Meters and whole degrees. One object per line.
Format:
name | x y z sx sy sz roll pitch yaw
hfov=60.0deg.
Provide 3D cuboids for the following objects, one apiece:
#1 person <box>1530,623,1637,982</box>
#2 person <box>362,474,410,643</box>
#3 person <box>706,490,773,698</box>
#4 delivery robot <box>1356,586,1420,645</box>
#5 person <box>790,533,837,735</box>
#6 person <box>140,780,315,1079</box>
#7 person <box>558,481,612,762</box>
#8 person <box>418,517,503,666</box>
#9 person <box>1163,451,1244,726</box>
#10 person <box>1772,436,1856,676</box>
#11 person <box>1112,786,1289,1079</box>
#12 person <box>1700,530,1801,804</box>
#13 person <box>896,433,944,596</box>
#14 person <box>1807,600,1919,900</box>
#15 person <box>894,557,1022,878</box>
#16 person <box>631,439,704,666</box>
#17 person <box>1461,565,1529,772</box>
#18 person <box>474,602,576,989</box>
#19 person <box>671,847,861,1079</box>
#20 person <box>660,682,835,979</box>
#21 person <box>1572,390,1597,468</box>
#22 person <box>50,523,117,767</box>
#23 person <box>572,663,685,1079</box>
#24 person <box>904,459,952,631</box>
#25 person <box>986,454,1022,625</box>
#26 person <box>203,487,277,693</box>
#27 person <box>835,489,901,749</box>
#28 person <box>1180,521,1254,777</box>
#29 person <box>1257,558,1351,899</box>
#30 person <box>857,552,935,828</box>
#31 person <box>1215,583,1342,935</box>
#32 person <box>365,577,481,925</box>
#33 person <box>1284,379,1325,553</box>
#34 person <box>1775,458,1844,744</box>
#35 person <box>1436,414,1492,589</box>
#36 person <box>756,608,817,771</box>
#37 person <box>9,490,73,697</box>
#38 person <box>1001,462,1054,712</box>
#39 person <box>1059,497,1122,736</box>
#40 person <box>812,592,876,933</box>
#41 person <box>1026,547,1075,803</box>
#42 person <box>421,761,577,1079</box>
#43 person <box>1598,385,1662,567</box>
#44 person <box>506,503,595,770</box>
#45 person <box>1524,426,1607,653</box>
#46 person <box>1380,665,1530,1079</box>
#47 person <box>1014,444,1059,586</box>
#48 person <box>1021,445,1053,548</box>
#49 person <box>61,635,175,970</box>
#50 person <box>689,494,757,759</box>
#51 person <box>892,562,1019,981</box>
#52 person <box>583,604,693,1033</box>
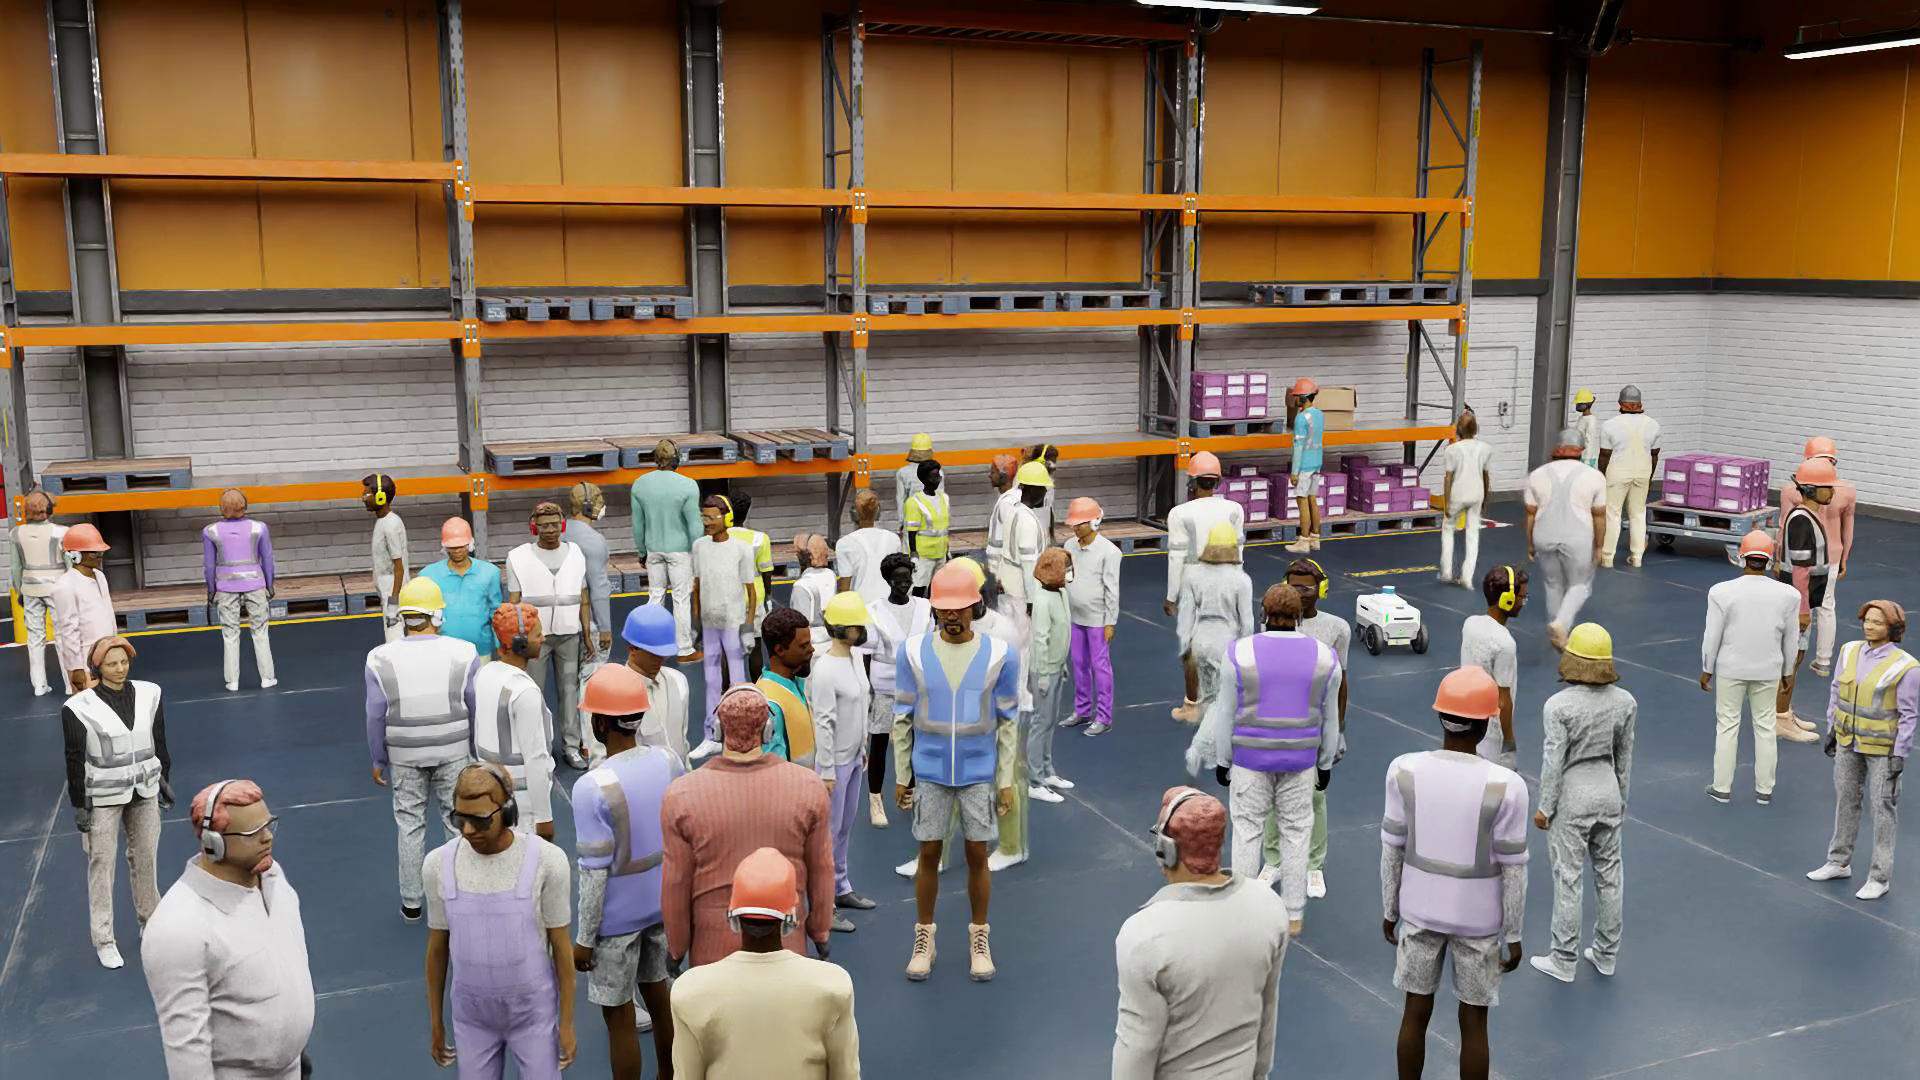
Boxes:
person | 2.994 1.257 8.025 0.487 1.744 0.313 -2 10 -14
person | -4.259 0.433 12.414 0.309 1.868 0.535 -4 11 -23
person | -1.689 0.469 12.703 0.540 1.695 0.316 0 10 -2
delivery robot | 3.775 0.649 14.682 0.477 0.478 0.707 -1 10 -8
person | -0.980 0.761 11.181 0.308 1.641 0.517 3 10 19
person | -2.206 1.670 5.177 0.403 1.910 0.637 1 10 6
person | -2.594 0.556 11.505 0.353 1.937 0.635 -8 13 -39
person | -3.334 0.707 11.164 0.566 1.750 0.341 -4 11 -21
person | 1.795 0.360 12.328 0.605 2.045 0.381 -3 10 -17
person | 7.032 0.141 13.731 0.611 1.995 0.380 0 10 1
person | 0.687 1.684 5.102 0.655 1.905 0.407 -7 12 -35
person | 5.016 0.805 10.600 0.569 1.749 0.342 2 10 11
person | -0.374 -0.175 16.274 0.483 1.745 0.302 3 10 15
person | 4.954 1.125 9.071 0.307 1.645 0.513 -4 11 -21
person | 0.030 1.000 9.180 0.897 1.855 0.658 -8 12 -37
person | -2.459 0.106 14.093 0.635 1.939 0.361 3 10 17
person | 2.843 1.046 8.929 0.338 1.858 0.523 -1 10 -8
person | -2.078 1.221 7.827 0.337 1.882 0.583 -8 13 -38
person | -0.577 1.776 5.008 0.563 1.751 0.329 -1 10 -6
person | -0.801 1.476 6.295 0.651 1.905 0.403 -2 10 -14
person | 7.940 -1.040 21.225 0.340 1.761 0.524 1 10 5
person | -5.668 0.758 10.869 0.324 1.752 0.561 -1 10 -5
person | -1.310 1.429 6.475 0.359 1.938 0.545 5 11 29
person | -0.269 0.130 14.654 0.316 1.696 0.540 8 13 39
person | 0.382 0.237 13.499 0.338 1.882 0.583 1 10 7
person | -5.732 0.399 13.259 0.514 1.644 0.310 -4 10 -20
person | -0.652 0.556 11.772 0.514 1.844 0.328 -6 12 -31
person | 1.673 0.737 11.070 0.508 1.719 0.666 7 12 36
person | 1.851 1.015 9.060 0.514 1.872 0.328 4 10 19
person | -0.377 0.907 10.181 0.540 1.696 0.316 -5 11 -27
person | 1.619 1.128 8.538 0.633 1.831 0.429 0 10 -1
person | -2.775 1.097 8.696 0.600 1.829 0.404 -3 10 -17
person | 4.013 -0.863 19.418 0.406 2.035 0.608 7 12 35
person | 6.070 0.426 11.952 0.377 2.045 0.605 5 11 26
person | 5.288 -0.415 17.453 0.525 1.820 0.698 0 10 0
person | -0.806 1.248 7.577 0.392 1.919 0.593 0 10 -2
person | -7.182 0.429 13.091 0.515 1.641 0.314 0 10 0
person | 0.517 0.356 12.711 0.397 1.920 0.585 -1 10 -5
person | 0.920 0.548 12.134 0.355 1.738 0.573 -8 13 -38
person | -0.594 1.136 8.663 0.330 1.766 0.533 3 10 17
person | 0.591 0.847 10.701 0.285 1.633 0.501 3 10 19
person | -1.558 1.626 5.658 0.519 1.834 0.354 0 10 2
person | 7.390 -0.715 18.535 0.684 2.000 0.538 -1 10 -4
person | -2.754 0.654 11.202 0.563 1.847 0.389 -6 11 -29
person | 5.233 -0.005 14.440 0.695 2.000 0.752 7 12 36
person | 1.913 1.434 6.448 0.551 1.934 0.373 6 11 30
person | 0.629 0.078 14.599 0.362 1.838 0.820 9 13 40
person | 0.745 -0.122 16.318 0.323 1.629 0.516 -4 11 -21
person | -4.150 1.273 8.233 0.306 1.640 0.521 6 12 32
person | -1.629 0.605 11.418 0.514 1.872 0.332 5 11 26
person | -0.022 1.113 7.996 0.608 2.044 0.371 0 10 2
person | -1.428 1.237 7.586 0.402 1.938 0.603 7 12 34
